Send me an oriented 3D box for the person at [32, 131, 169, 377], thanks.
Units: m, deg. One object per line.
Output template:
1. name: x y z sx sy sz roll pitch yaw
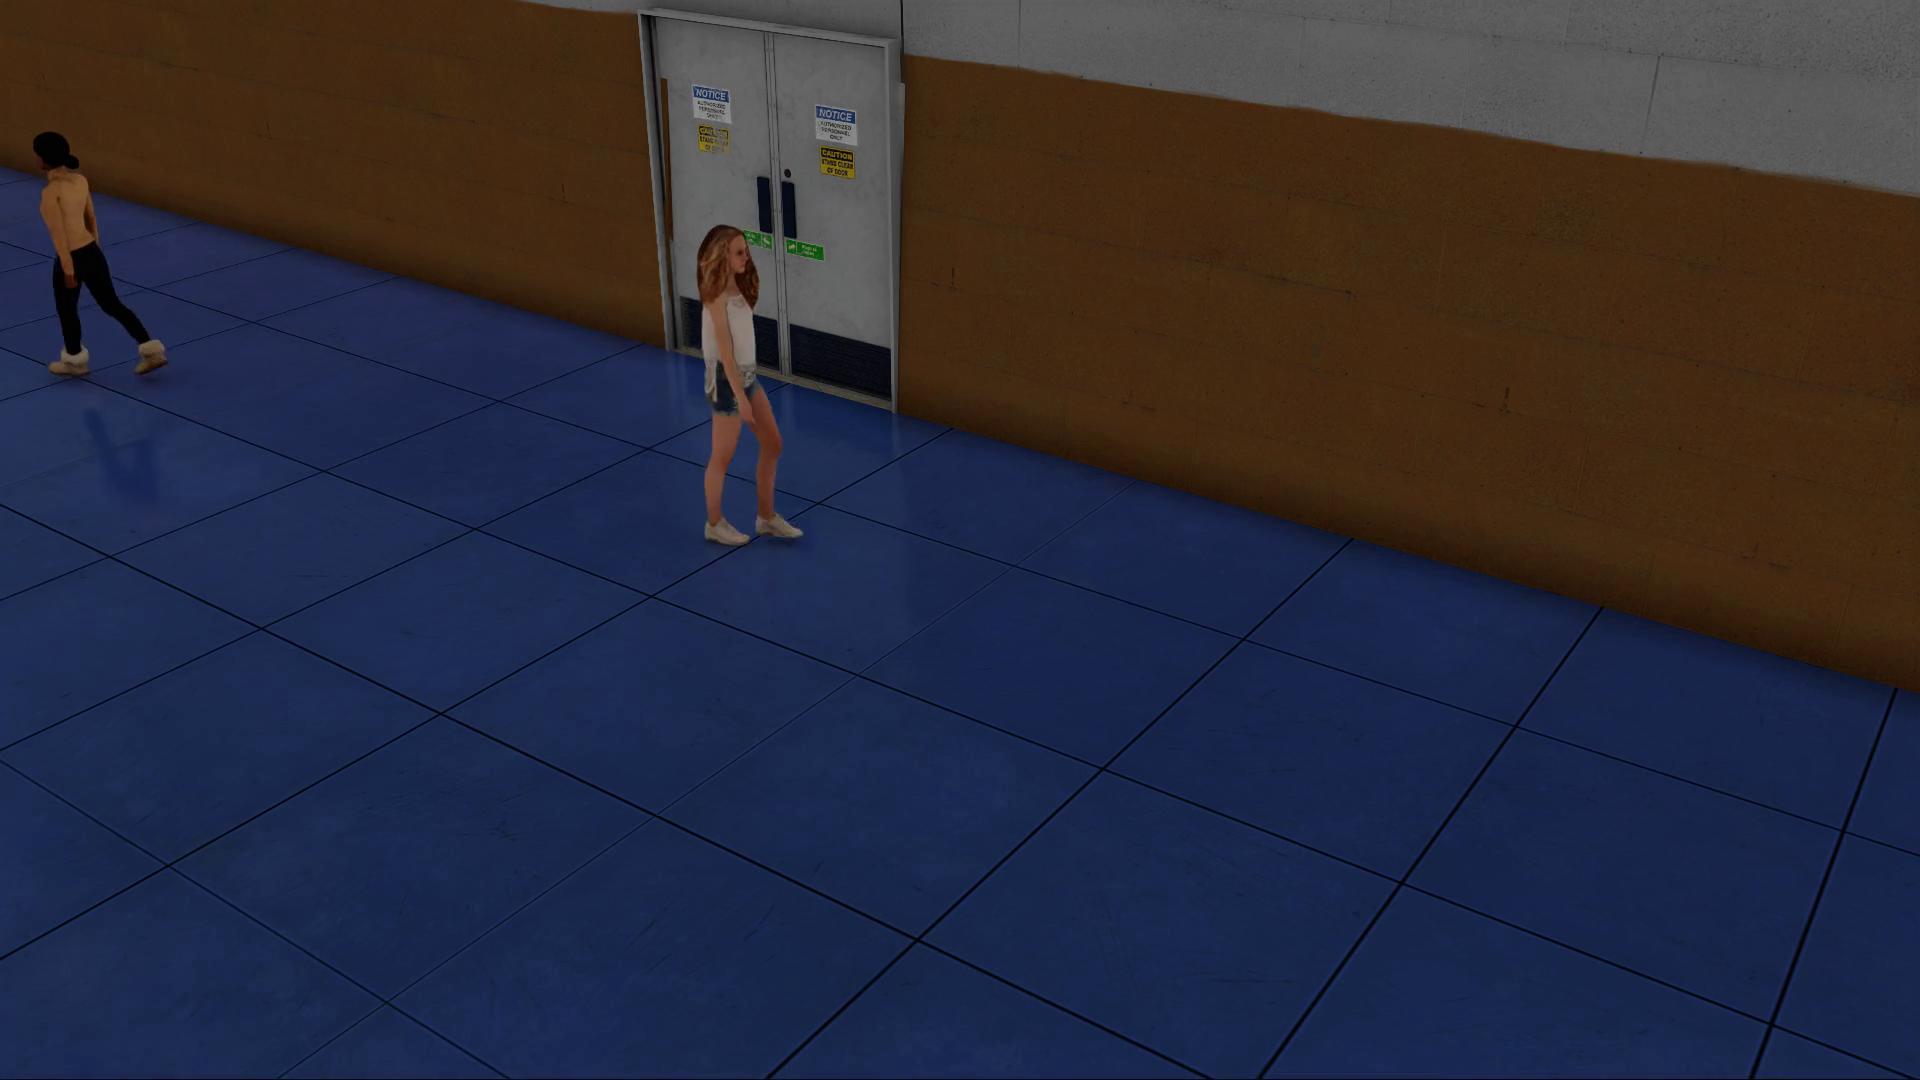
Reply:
1. person: -5.606 -1.797 10.752 0.969 1.627 1.117 6 27 11

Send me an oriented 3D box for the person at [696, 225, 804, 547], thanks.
1. person: -1.266 -0.761 8.580 0.759 1.743 0.767 9 28 17
